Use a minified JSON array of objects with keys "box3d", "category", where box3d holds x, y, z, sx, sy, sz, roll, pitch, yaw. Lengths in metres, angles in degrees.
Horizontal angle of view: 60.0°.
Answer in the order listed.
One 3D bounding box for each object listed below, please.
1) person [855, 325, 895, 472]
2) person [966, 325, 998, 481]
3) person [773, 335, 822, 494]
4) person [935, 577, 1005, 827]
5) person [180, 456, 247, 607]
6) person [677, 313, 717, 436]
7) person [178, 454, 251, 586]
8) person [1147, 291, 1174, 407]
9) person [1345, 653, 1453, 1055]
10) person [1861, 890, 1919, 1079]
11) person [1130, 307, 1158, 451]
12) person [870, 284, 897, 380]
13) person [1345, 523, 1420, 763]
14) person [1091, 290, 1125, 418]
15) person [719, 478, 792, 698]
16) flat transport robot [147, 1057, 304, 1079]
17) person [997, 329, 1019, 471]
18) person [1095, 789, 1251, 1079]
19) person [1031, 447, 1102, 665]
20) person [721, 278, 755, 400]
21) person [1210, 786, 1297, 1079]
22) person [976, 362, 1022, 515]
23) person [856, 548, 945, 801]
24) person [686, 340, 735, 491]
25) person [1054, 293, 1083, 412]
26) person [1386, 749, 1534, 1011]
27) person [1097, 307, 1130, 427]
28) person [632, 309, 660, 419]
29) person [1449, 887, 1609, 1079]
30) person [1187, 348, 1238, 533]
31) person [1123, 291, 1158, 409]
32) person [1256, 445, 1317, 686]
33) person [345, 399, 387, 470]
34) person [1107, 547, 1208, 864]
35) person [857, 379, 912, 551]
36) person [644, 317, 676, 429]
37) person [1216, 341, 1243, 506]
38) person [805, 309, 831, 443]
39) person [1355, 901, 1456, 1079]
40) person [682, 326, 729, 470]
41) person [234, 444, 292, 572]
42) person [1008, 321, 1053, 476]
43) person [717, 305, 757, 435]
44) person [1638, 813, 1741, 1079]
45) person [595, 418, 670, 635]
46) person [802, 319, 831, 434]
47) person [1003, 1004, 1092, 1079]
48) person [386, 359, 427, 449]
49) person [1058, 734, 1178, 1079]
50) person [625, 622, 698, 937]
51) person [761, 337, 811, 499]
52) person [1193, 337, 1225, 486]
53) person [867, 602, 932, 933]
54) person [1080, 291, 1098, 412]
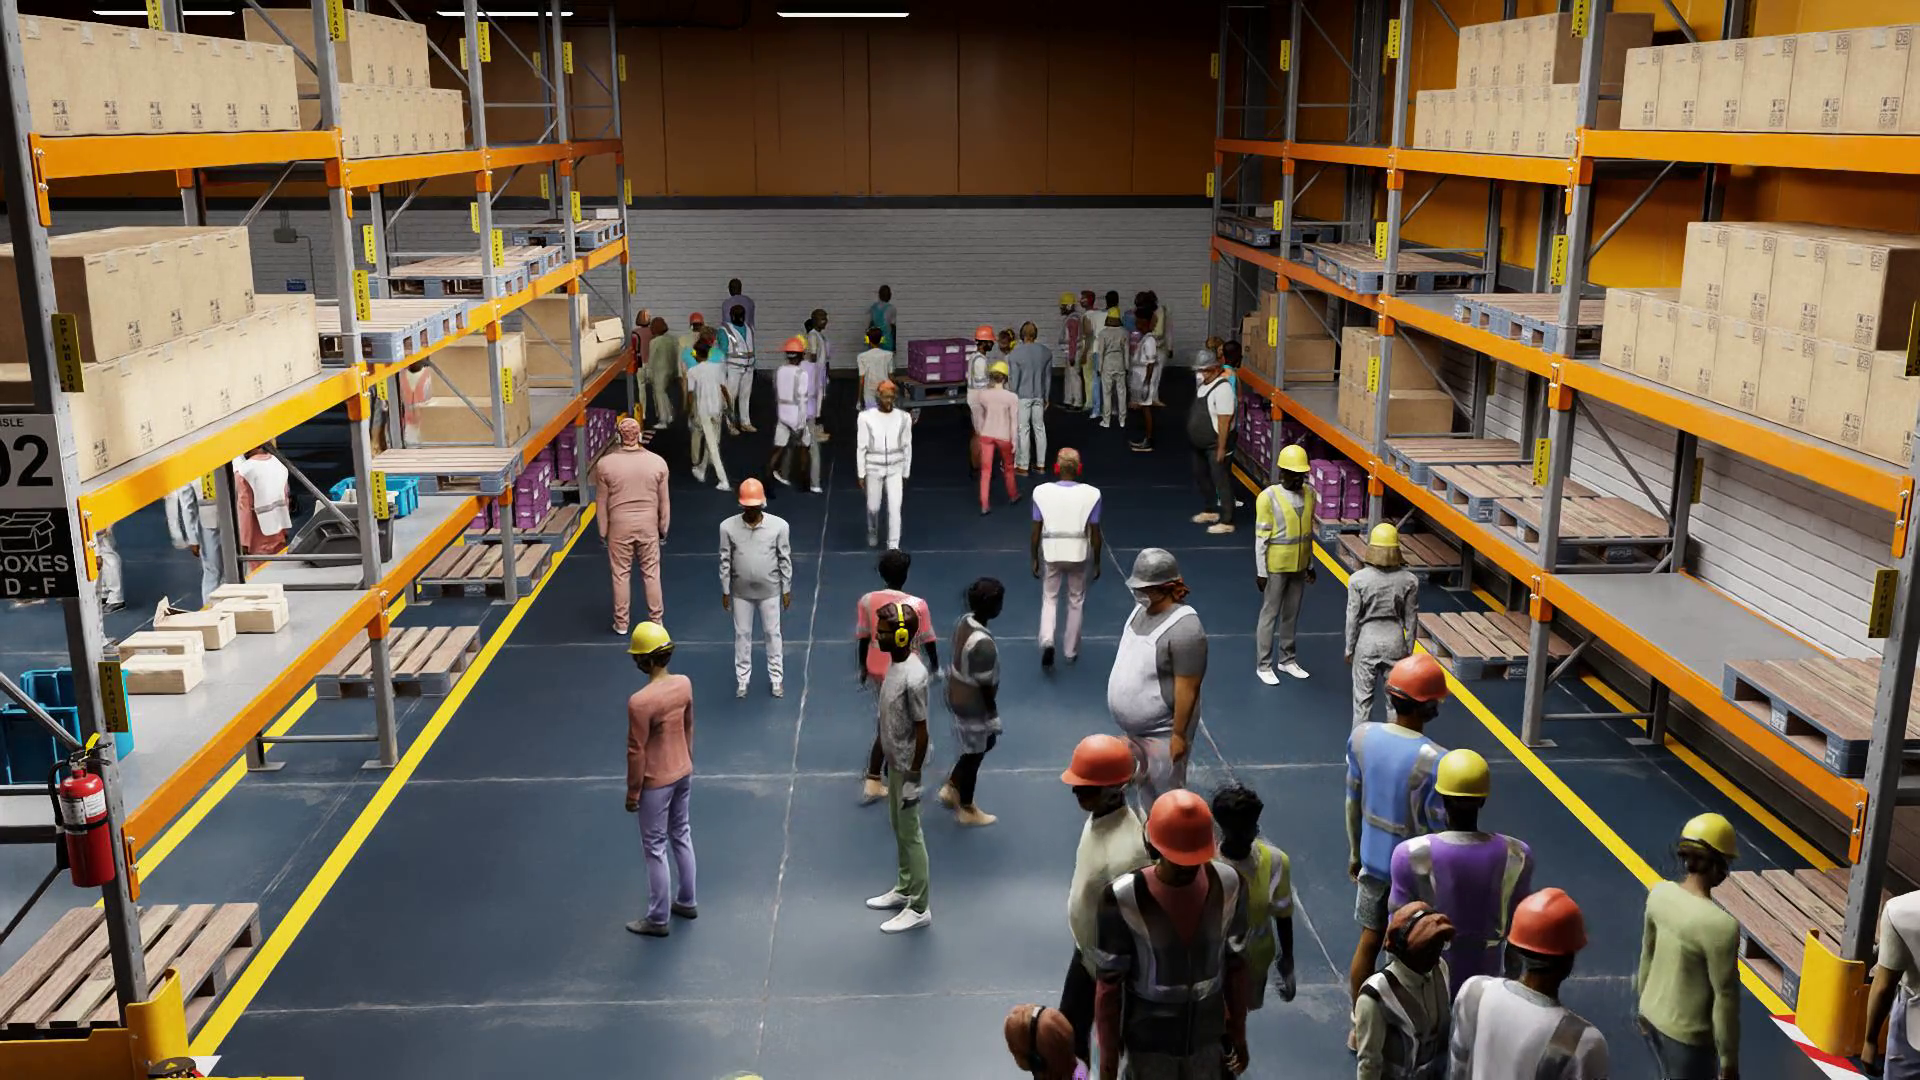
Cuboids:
[{"box3d":[-1.077,-1.776,21.028,0.519,1.873,0.328,-6,16,-23],"category":"person"},{"box3d":[0.278,-1.690,20.580,0.389,1.930,0.544,-1,14,-6],"category":"person"},{"box3d":[-1.938,-1.528,20.047,0.611,1.869,0.987,-8,16,-29],"category":"person"},{"box3d":[0.100,1.030,10.401,0.349,1.682,0.542,-2,14,-6],"category":"person"},{"box3d":[-6.416,-0.094,14.366,0.390,1.905,0.598,9,17,32],"category":"person"},{"box3d":[-3.718,-2.383,23.723,0.582,1.709,0.857,0,14,-1],"category":"person"},{"box3d":[-6.716,-0.272,15.094,0.755,1.878,0.450,-1,14,-5],"category":"person"},{"box3d":[2.984,-2.950,25.773,0.651,1.816,0.431,0,14,2],"category":"person"},{"box3d":[2.078,1.510,7.788,0.386,2.041,0.611,-10,17,-35],"category":"person"},{"box3d":[3.816,1.950,6.477,0.559,1.836,0.394,1,14,5],"category":"person"},{"box3d":[2.472,-2.162,22.422,0.367,1.949,0.685,0,14,-2],"category":"person"},{"box3d":[-1.253,-3.173,26.625,0.518,1.821,0.799,8,16,27],"category":"person"},{"box3d":[2.881,0.738,11.420,0.484,1.741,0.302,2,14,6],"category":"person"},{"box3d":[2.252,-2.793,24.988,0.606,1.892,0.767,11,18,36],"category":"person"},{"box3d":[-1.581,0.370,12.857,0.566,1.744,0.350,0,14,-1],"category":"person"},{"box3d":[-3.330,2.626,6.940,0.652,0.197,1.431,0,14,-1],"category":"flat transport robot"},{"box3d":[0.617,-1.761,21.048,0.418,1.836,0.550,-5,15,-18],"category":"person"},{"box3d":[0.819,1.888,6.337,0.613,2.031,0.410,-4,15,-14],"category":"person"},{"box3d":[0.863,0.156,13.525,0.579,1.827,0.526,2,14,8],"category":"person"},{"box3d":[-3.522,-3.188,26.457,0.368,1.933,0.627,13,19,41],"category":"person"},{"box3d":[1.200,1.860,7.178,0.540,1.643,0.865,-4,15,-15],"category":"person"},{"box3d":[0.434,-1.175,18.990,0.537,1.703,0.924,5,15,19],"category":"person"},{"box3d":[-0.423,0.868,11.099,0.541,1.647,0.921,9,17,33],"category":"person"},{"box3d":[-3.048,-1.527,20.211,0.553,1.806,1.019,-11,18,-37],"category":"person"},{"box3d":[1.686,-2.865,25.428,0.445,1.820,0.596,1,14,2],"category":"person"},{"box3d":[2.039,1.792,6.916,0.594,1.922,0.385,-1,14,-2],"category":"person"},{"box3d":[2.222,-2.514,24.181,0.492,1.742,0.323,-3,15,-12],"category":"person"},{"box3d":[-4.676,-2.620,24.811,0.500,1.636,0.280,-7,16,-24],"category":"person"},{"box3d":[1.914,2.115,5.632,0.453,1.936,0.693,-10,17,-34],"category":"person"},{"box3d":[2.728,-1.097,18.024,0.539,2.000,0.705,-3,15,-13],"category":"person"},{"box3d":[2.729,-2.895,25.550,0.676,1.820,0.490,-9,17,-31],"category":"person"},{"box3d":[2.600,0.189,13.202,0.595,1.925,0.370,-9,17,-30],"category":"person"},{"box3d":[-7.575,-1.871,21.182,0.621,1.985,0.408,3,15,13],"category":"person"},{"box3d":[1.124,1.013,9.743,0.535,2.000,0.683,-5,15,-20],"category":"person"},{"box3d":[-0.773,-0.725,16.926,0.577,1.861,0.742,-2,14,-10],"category":"person"},{"box3d":[-4.333,-2.406,23.993,0.367,1.618,0.529,9,17,30],"category":"person"},{"box3d":[3.088,-1.355,19.279,0.382,1.918,0.596,-1,14,-6],"category":"person"},{"box3d":[-1.975,-2.280,23.068,0.345,1.842,0.505,0,14,2],"category":"person"},{"box3d":[1.647,2.112,6.231,0.514,1.640,0.310,-12,19,-40],"category":"person"},{"box3d":[-3.253,-1.804,21.255,0.610,1.821,0.407,1,14,5],"category":"person"},{"box3d":[-5.943,-0.065,14.252,0.408,1.907,0.597,3,15,13],"category":"person"},{"box3d":[0.867,-1.768,20.863,0.633,1.938,0.356,-8,16,-30],"category":"person"},{"box3d":[-3.133,-2.422,23.626,0.429,1.842,0.633,13,19,41],"category":"person"},{"box3d":[2.847,1.950,6.672,0.582,1.721,0.573,-2,14,-7],"category":"person"},{"box3d":[-2.844,-0.117,14.476,0.636,1.900,0.400,-6,15,-21],"category":"person"},{"box3d":[-2.068,-2.252,23.255,0.529,1.692,0.321,-2,14,-6],"category":"person"},{"box3d":[0.320,2.299,5.530,0.384,1.626,0.534,5,15,18],"category":"person"},{"box3d":[-6.717,-1.691,20.356,0.535,2.000,0.693,5,15,20],"category":"person"},{"box3d":[0.738,1.743,7.048,0.934,1.962,0.628,-2,14,-8],"category":"person"},{"box3d":[-1.660,1.305,9.173,0.341,1.756,0.531,7,16,25],"category":"person"},{"box3d":[-2.047,-1.430,19.639,0.557,1.902,0.888,9,17,32],"category":"person"},{"box3d":[3.028,-1.566,20.283,0.339,1.834,0.523,-1,14,-4],"category":"person"},{"box3d":[-0.332,1.243,9.181,0.315,1.870,0.533,-4,15,-16],"category":"person"},{"box3d":[1.986,-2.888,25.444,0.376,1.844,0.572,4,15,17],"category":"person"}]
